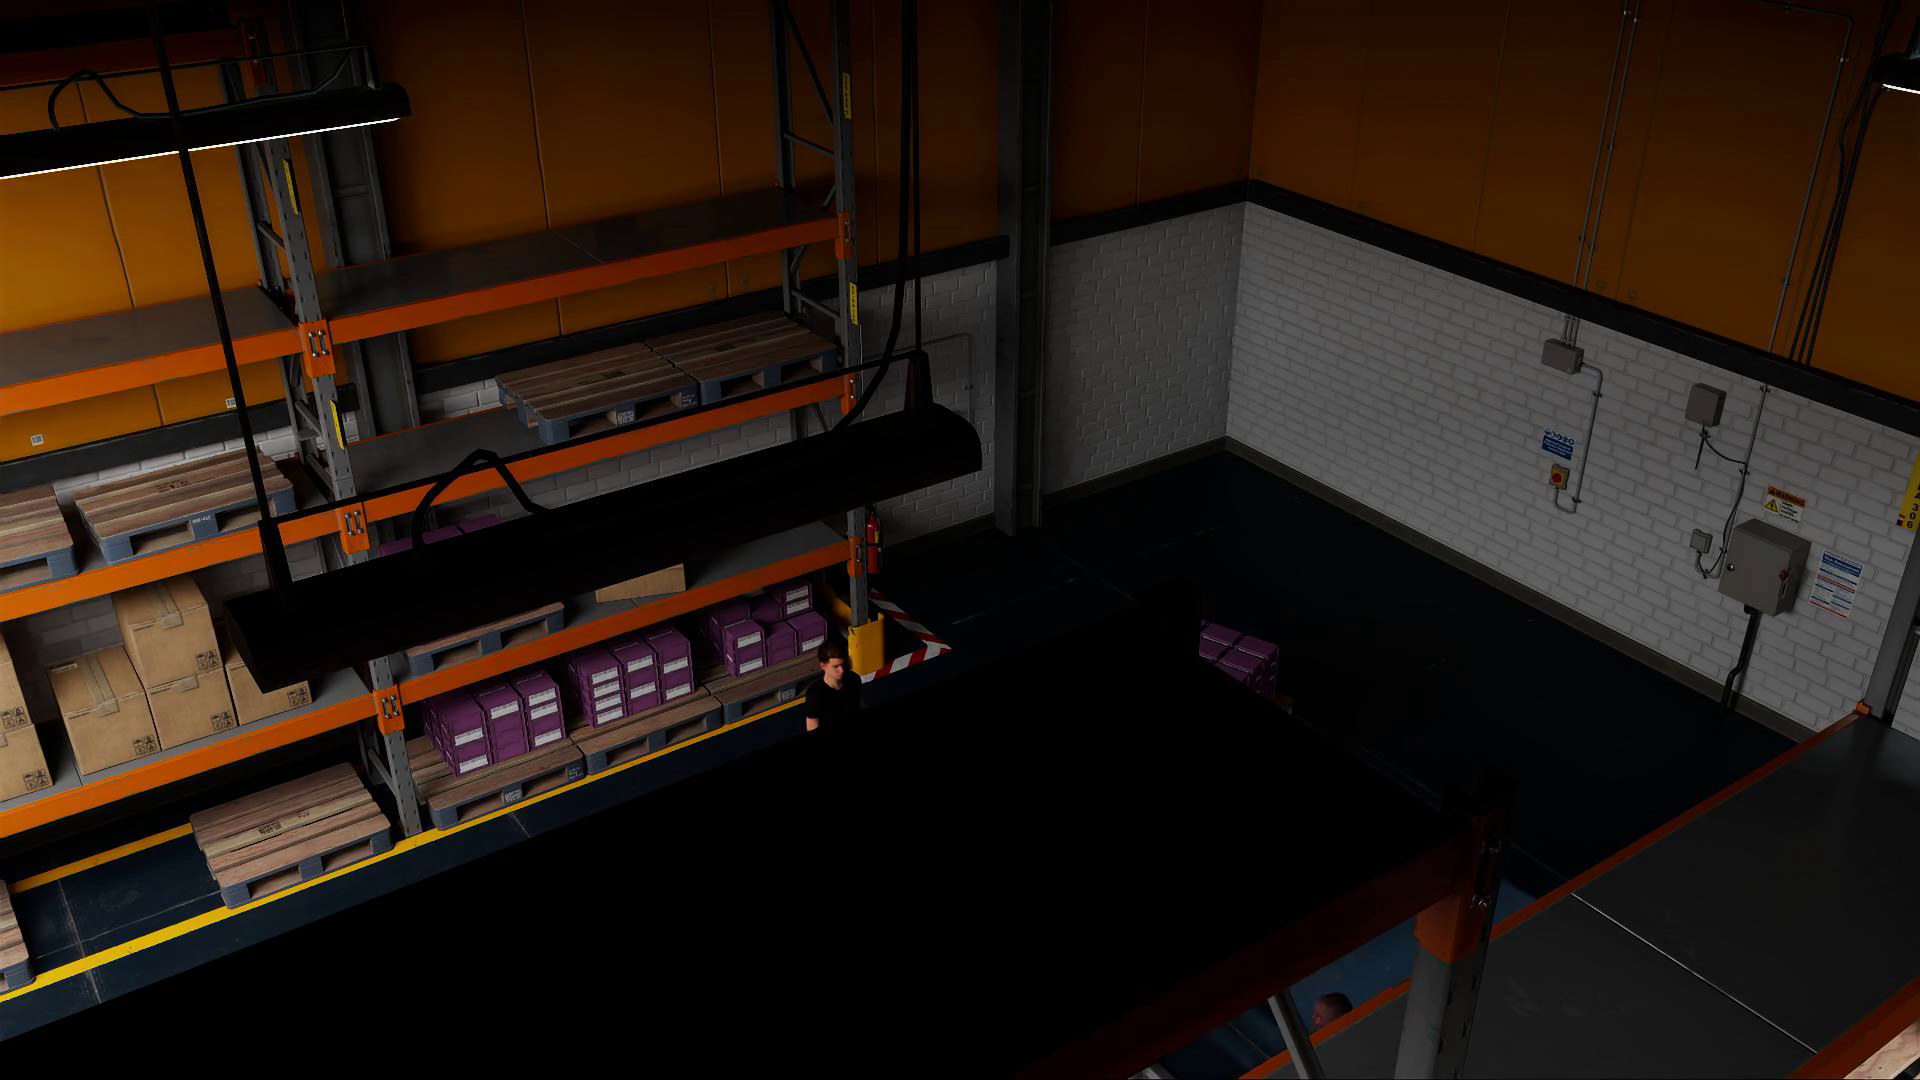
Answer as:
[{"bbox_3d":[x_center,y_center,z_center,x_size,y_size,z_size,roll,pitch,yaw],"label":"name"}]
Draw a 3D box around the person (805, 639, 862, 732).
[{"bbox_3d":[-0.882,1.512,11.917,0.772,1.862,0.588,25,37,37],"label":"person"}]
